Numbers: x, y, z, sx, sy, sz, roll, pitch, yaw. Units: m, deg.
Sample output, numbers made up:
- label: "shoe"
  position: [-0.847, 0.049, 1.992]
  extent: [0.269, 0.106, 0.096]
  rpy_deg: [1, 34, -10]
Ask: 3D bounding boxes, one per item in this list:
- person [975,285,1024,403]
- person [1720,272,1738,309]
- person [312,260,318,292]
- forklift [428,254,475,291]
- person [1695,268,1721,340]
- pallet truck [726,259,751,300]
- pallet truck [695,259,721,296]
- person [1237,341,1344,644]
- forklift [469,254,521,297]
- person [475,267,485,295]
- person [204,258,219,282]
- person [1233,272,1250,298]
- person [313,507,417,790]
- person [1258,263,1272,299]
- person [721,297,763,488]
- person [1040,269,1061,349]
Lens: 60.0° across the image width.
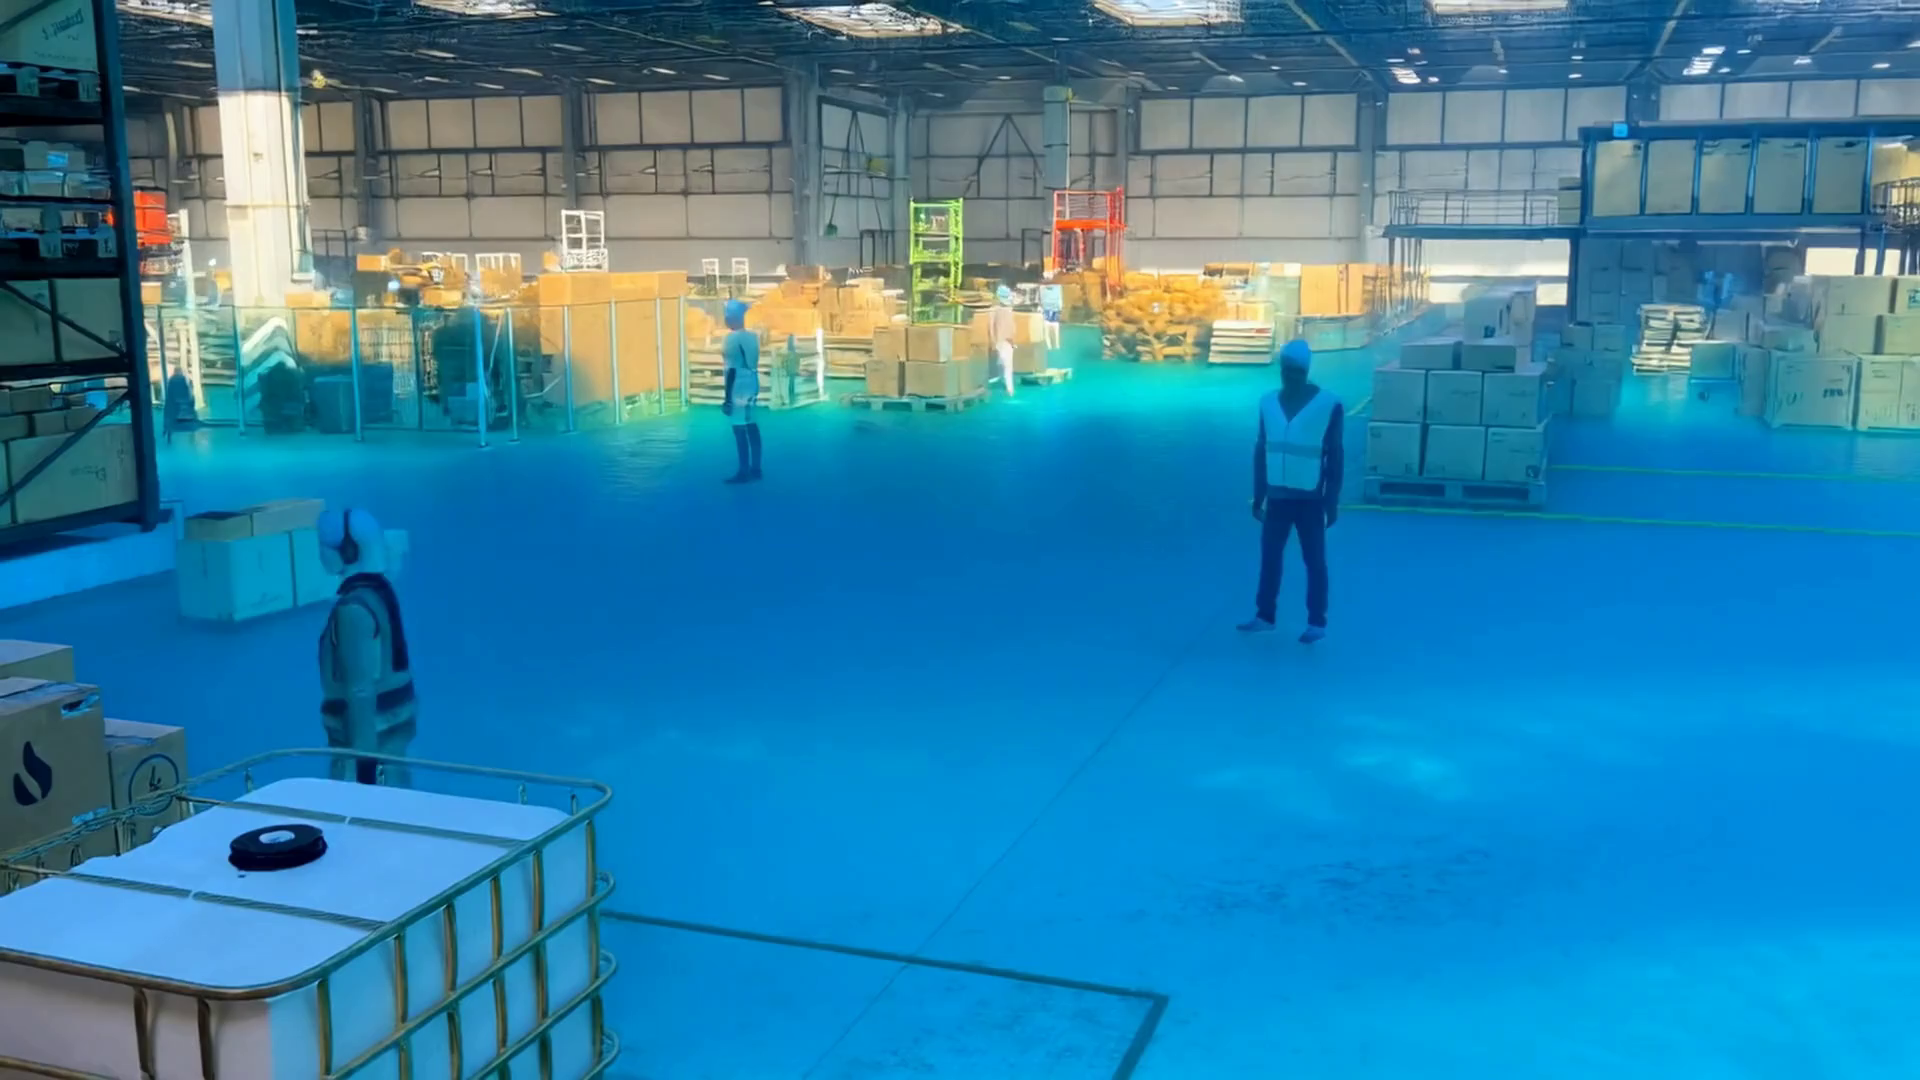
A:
- label: "person"
  position: [0.626, -3.136, 26.562]
  extent: [0.881, 1.871, 0.639]
  rpy_deg: [5, 11, 27]
- label: "person"
  position: [19.087, -5.723, 41.217]
  extent: [0.871, 1.859, 0.579]
  rpy_deg: [1, 10, 5]
- label: "person"
  position: [-22.334, -8.670, 57.292]
  extent: [0.458, 2.026, 0.627]
  rpy_deg: [2, 10, 11]
- label: "forklift"
  position: [-20.133, -10.254, 65.465]
  extent: [1.157, 1.987, 2.680]
  rpy_deg: [3, 11, 19]
- label: "person"
  position: [17.930, -5.542, 39.933]
  extent: [0.544, 1.939, 0.353]
  rpy_deg: [7, 12, 36]
- label: "pallet truck"
  position: [-7.986, -9.493, 62.019]
  extent: [0.823, 1.965, 1.885]
  rpy_deg: [3, 11, 17]
- label: "pallet truck"
  position: [-9.165, -9.627, 62.776]
  extent: [0.823, 1.965, 1.885]
  rpy_deg: [4, 11, 23]
- label: "person"
  position: [2.125, -0.299, 10.526]
  extent: [0.642, 1.906, 0.407]
  rpy_deg: [8, 13, 39]
- label: "forklift"
  position: [-17.990, -10.121, 64.684]
  extent: [1.157, 1.987, 2.680]
  rpy_deg: [3, 11, 17]
- label: "person"
  position: [-16.946, -8.766, 58.673]
  extent: [0.924, 1.717, 0.542]
  rpy_deg: [-1, 10, -5]
- label: "person"
  position: [-30.498, -10.474, 67.688]
  extent: [0.656, 1.951, 0.676]
  rpy_deg: [1, 10, 3]
- label: "person"
  position: [8.437, -7.193, 49.894]
  extent: [0.509, 1.692, 0.885]
  rpy_deg: [2, 10, 12]
- label: "person"
  position: [-2.044, 0.692, 5.684]
  extent: [0.376, 1.623, 0.543]
  rpy_deg: [-2, 10, -10]
- label: "person"
  position: [8.911, -7.115, 48.662]
  extent: [0.393, 1.985, 0.611]
  rpy_deg: [0, 10, 0]
- label: "person"
  position: [-2.267, -1.523, 17.227]
  extent: [0.371, 1.963, 0.608]
  rpy_deg: [5, 11, 25]
- label: "person"
  position: [2.204, -5.605, 40.349]
  extent: [0.559, 1.914, 0.543]
  rpy_deg: [3, 10, 15]
